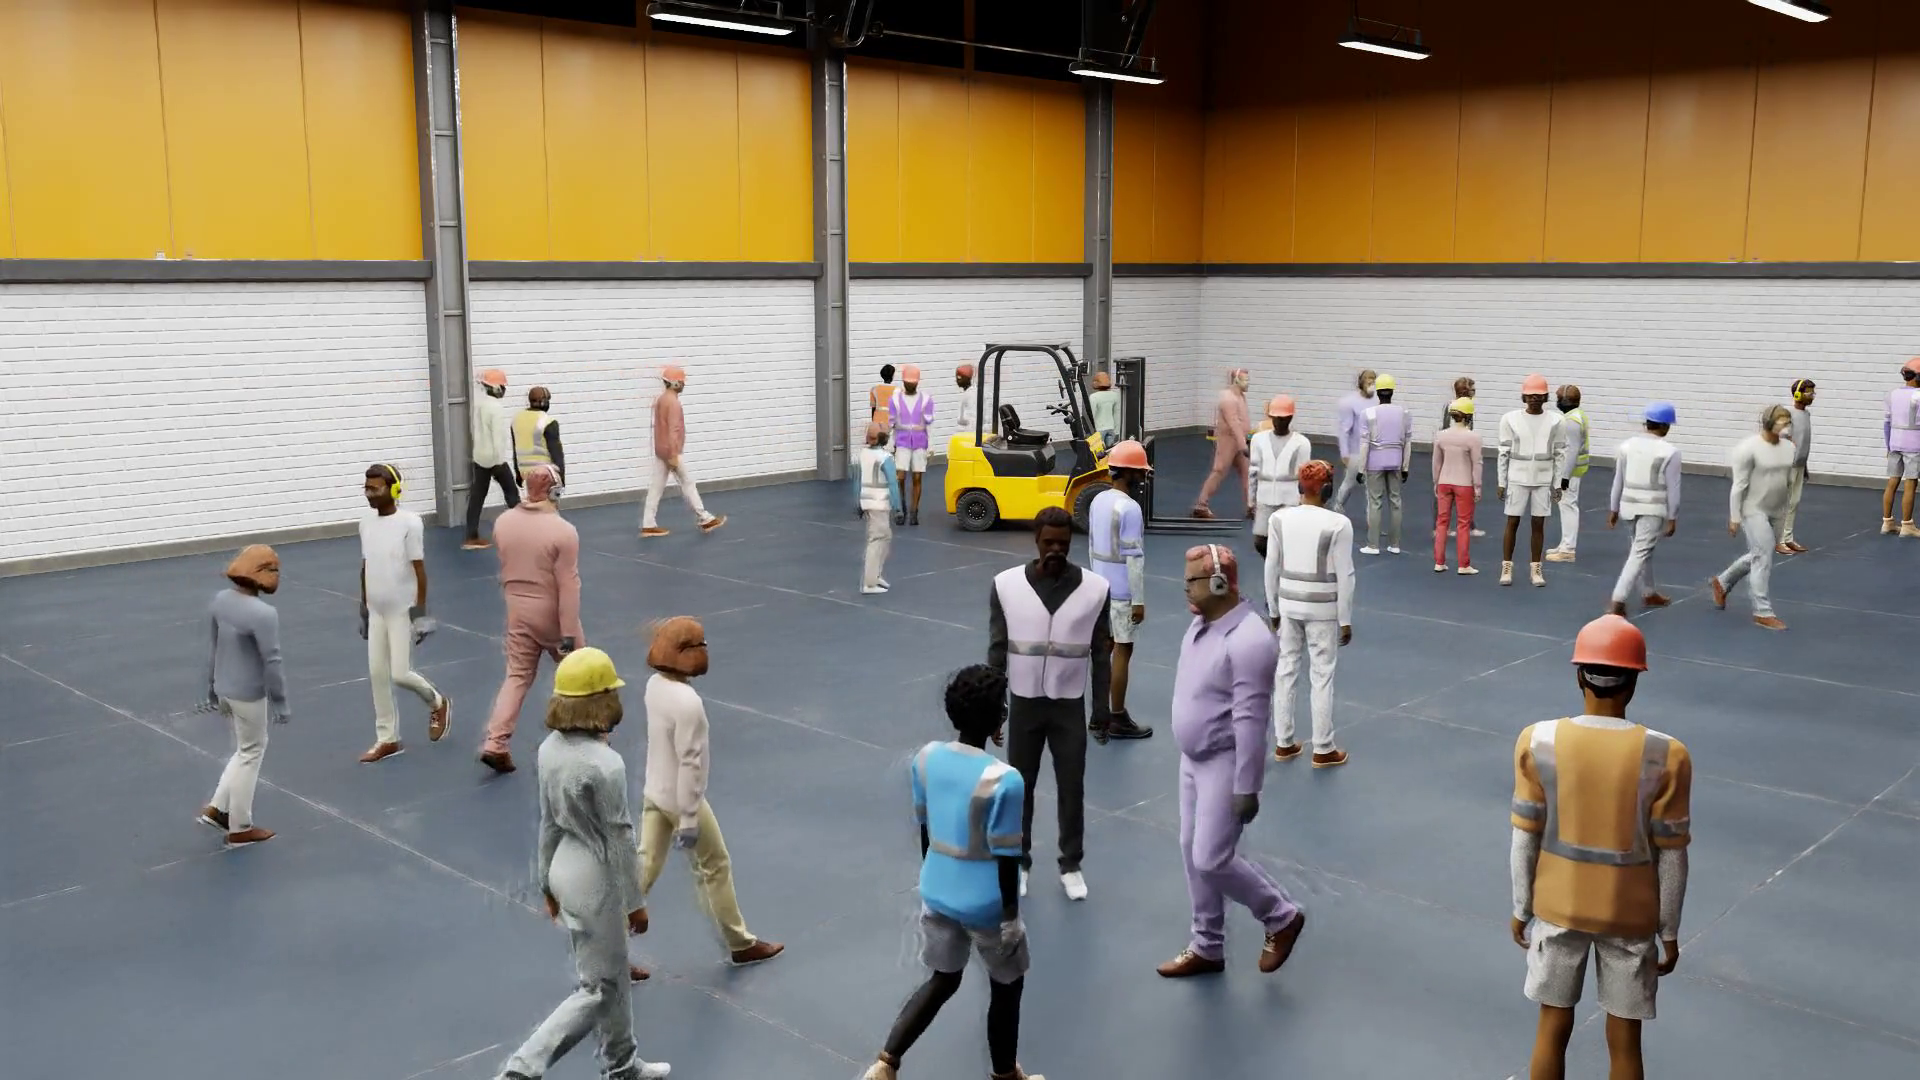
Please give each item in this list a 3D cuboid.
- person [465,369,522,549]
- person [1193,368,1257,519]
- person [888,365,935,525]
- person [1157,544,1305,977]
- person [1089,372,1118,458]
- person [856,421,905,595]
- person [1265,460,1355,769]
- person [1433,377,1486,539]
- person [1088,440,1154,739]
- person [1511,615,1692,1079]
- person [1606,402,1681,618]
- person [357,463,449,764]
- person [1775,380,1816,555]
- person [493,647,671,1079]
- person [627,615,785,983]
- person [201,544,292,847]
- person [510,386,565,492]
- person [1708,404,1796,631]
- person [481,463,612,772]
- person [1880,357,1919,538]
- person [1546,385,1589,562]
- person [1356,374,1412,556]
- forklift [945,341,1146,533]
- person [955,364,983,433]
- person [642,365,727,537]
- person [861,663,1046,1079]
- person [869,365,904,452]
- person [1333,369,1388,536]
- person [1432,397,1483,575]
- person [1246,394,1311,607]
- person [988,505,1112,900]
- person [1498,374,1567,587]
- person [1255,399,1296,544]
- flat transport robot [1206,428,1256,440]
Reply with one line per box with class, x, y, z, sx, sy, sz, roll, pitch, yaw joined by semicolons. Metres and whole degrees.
person;-4.999;-0.892;18.172;1.040;1.935;0.630;-9;13;-43
person;3.292;-1.154;20.089;0.968;1.859;0.626;5;10;26
person;-0.571;-1.110;19.626;0.545;1.908;0.475;0;9;-1
person;1.135;0.951;7.073;0.511;1.883;0.661;-3;10;-16
person;1.954;-1.481;22.751;0.507;1.632;0.266;-7;11;-35
person;-0.720;-0.299;15.521;0.502;1.619;0.531;-6;11;-32
person;2.135;0.449;10.160;0.576;1.881;0.354;8;12;40
person;5.658;-0.917;18.698;0.698;1.819;0.532;-2;10;-13
person;1.054;0.318;10.800;0.374;1.933;0.550;-4;10;-23
person;2.072;1.198;5.425;0.542;1.929;0.368;5;10;26
person;5.990;-0.266;14.543;0.997;1.893;0.621;-6;11;-32
person;-3.491;0.436;10.313;0.546;1.855;0.564;4;10;25
person;8.919;-0.777;17.747;0.539;1.859;0.313;-7;12;-38
person;-1.361;1.231;5.864;0.739;1.715;0.487;-7;12;-38
person;-1.197;1.098;7.075;0.841;1.589;0.512;-6;11;-33
person;-3.717;0.816;8.711;0.533;1.606;0.363;7;12;37
person;-4.345;-0.683;17.275;0.660;1.822;0.456;6;11;34
person;6.812;-0.229;14.264;0.627;1.911;0.893;-4;10;-21
person;-2.561;0.463;10.125;0.640;1.869;0.934;4;10;24
person;10.755;-1.049;18.853;0.375;2.042;0.608;-3;10;-16
person;6.300;-0.693;17.292;0.430;1.840;0.625;4;10;23
person;4.484;-0.793;17.645;0.590;1.923;0.383;-2;9;-10
forklift;0.977;-1.223;19.452;2.313;2.155;1.214;2;9;11
person;0.078;-1.234;20.505;0.423;1.869;0.610;0;9;-2
person;-3.193;-1.014;18.925;1.005;1.939;0.649;-5;11;-29
person;-0.010;1.260;5.825;0.724;1.671;0.540;-8;13;-42
person;-1.026;-1.634;23.519;0.530;1.691;0.321;3;10;16
person;4.630;-1.034;19.218;0.645;1.902;0.991;-3;10;-16
person;4.951;-0.536;16.552;0.331;1.768;0.527;-9;13;-44
person;2.873;-0.361;14.995;0.570;1.926;0.550;4;10;23
person;0.434;0.775;8.051;0.599;1.918;0.392;0;9;-1
person;5.451;-0.565;15.879;0.609;2.043;0.397;2;9;12
person;3.516;-0.769;18.406;0.530;1.612;0.614;7;12;36
flat transport robot;5.107;-1.861;29.248;1.431;0.197;0.652;4;10;21
